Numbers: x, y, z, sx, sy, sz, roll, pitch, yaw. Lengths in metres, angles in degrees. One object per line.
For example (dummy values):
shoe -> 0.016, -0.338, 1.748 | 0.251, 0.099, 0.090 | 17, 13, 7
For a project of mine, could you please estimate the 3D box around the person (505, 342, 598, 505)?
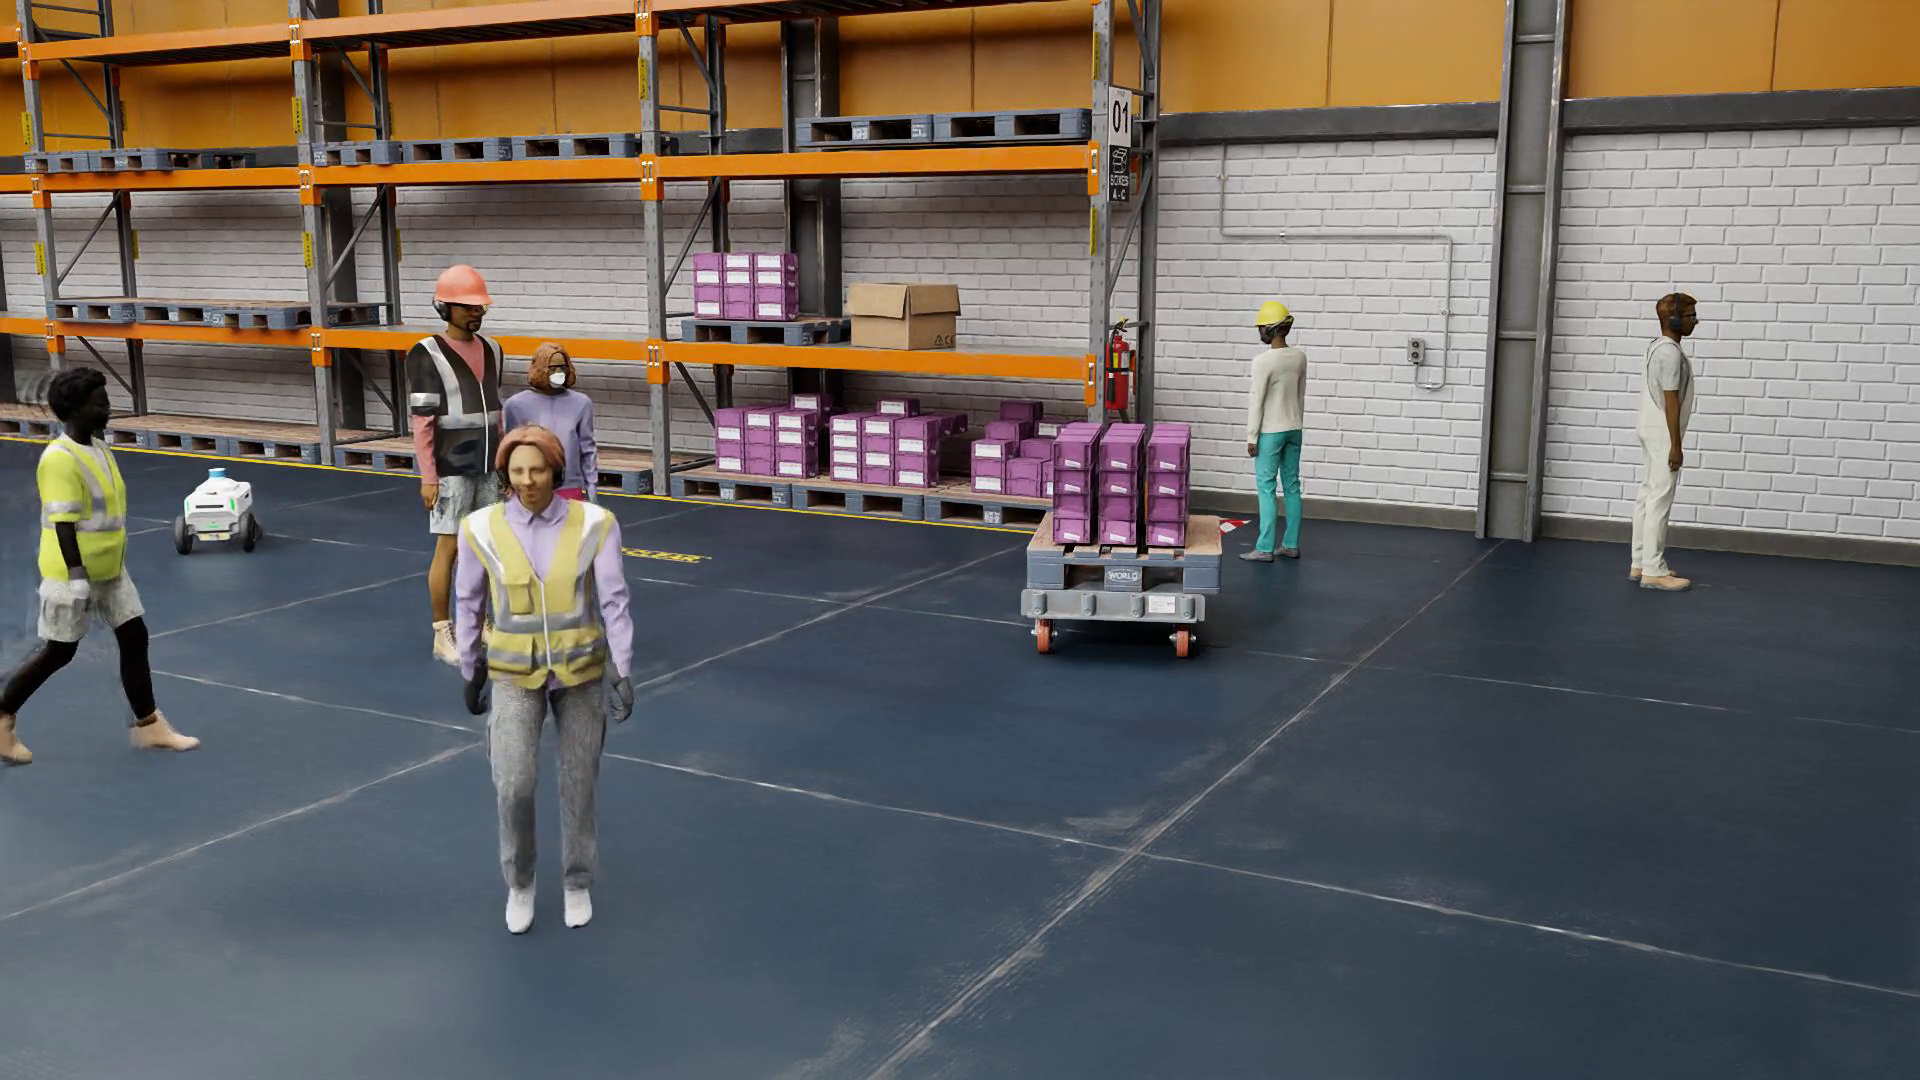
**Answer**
person -> -2.205, -0.260, 9.042 | 0.500, 1.628, 0.277 | -6, 12, -32

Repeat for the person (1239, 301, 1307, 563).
person -> 2.116, -0.723, 11.220 | 0.524, 1.761, 0.338 | -8, 13, -37

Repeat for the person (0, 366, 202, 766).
person -> -3.695, 0.112, 6.887 | 0.819, 1.670, 0.546 | -1, 10, -6

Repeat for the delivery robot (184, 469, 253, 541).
delivery robot -> -5.221, -0.260, 11.718 | 0.477, 0.478, 0.707 | -3, 11, -14

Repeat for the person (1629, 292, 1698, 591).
person -> 4.410, -0.616, 10.387 | 0.345, 1.847, 0.508 | 2, 10, 9

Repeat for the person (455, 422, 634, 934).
person -> -1.289, 0.442, 5.190 | 0.532, 1.622, 0.424 | -3, 11, -14

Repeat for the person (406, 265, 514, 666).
person -> -2.528, -0.386, 8.580 | 0.393, 2.041, 0.614 | 5, 12, 27
